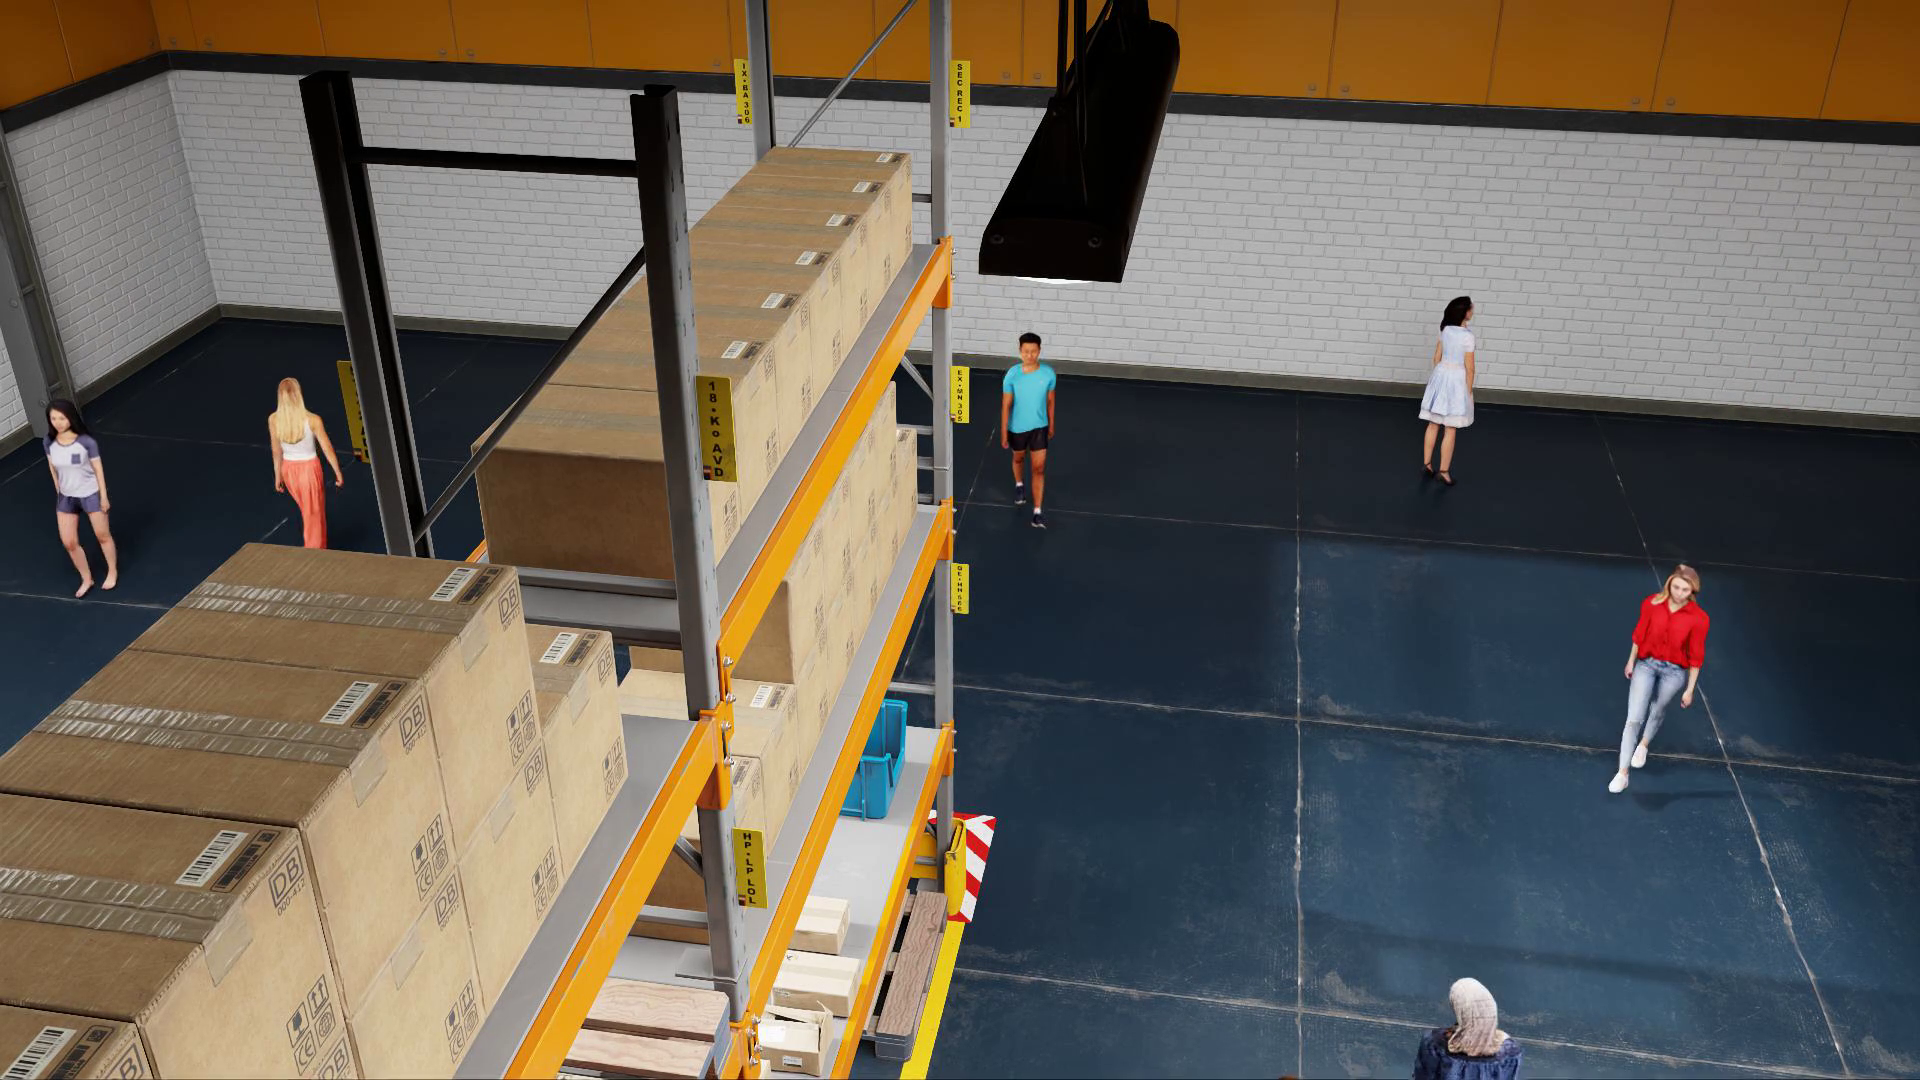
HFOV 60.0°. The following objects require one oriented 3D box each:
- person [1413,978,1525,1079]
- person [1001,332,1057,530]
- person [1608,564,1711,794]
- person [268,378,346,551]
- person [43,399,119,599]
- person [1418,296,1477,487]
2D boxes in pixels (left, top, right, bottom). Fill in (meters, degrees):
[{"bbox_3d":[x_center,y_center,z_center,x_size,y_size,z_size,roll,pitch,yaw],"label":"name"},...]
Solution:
[{"bbox_3d":[2.338,2.833,7.772,0.614,1.636,1.117,5,29,10],"label":"person"},{"bbox_3d":[0.587,-1.021,14.745,0.819,1.724,1.193,-2,29,-3],"label":"person"},{"bbox_3d":[4.787,0.870,11.330,0.860,1.674,1.066,17,33,28],"label":"person"},{"bbox_3d":[-5.408,-0.440,13.616,0.678,1.785,0.850,4,29,6],"label":"person"},{"bbox_3d":[-7.160,-0.402,13.637,0.684,1.699,0.726,-1,29,-1],"label":"person"},{"bbox_3d":[4.504,-1.372,15.294,0.919,1.813,0.857,-17,33,-29],"label":"person"}]
